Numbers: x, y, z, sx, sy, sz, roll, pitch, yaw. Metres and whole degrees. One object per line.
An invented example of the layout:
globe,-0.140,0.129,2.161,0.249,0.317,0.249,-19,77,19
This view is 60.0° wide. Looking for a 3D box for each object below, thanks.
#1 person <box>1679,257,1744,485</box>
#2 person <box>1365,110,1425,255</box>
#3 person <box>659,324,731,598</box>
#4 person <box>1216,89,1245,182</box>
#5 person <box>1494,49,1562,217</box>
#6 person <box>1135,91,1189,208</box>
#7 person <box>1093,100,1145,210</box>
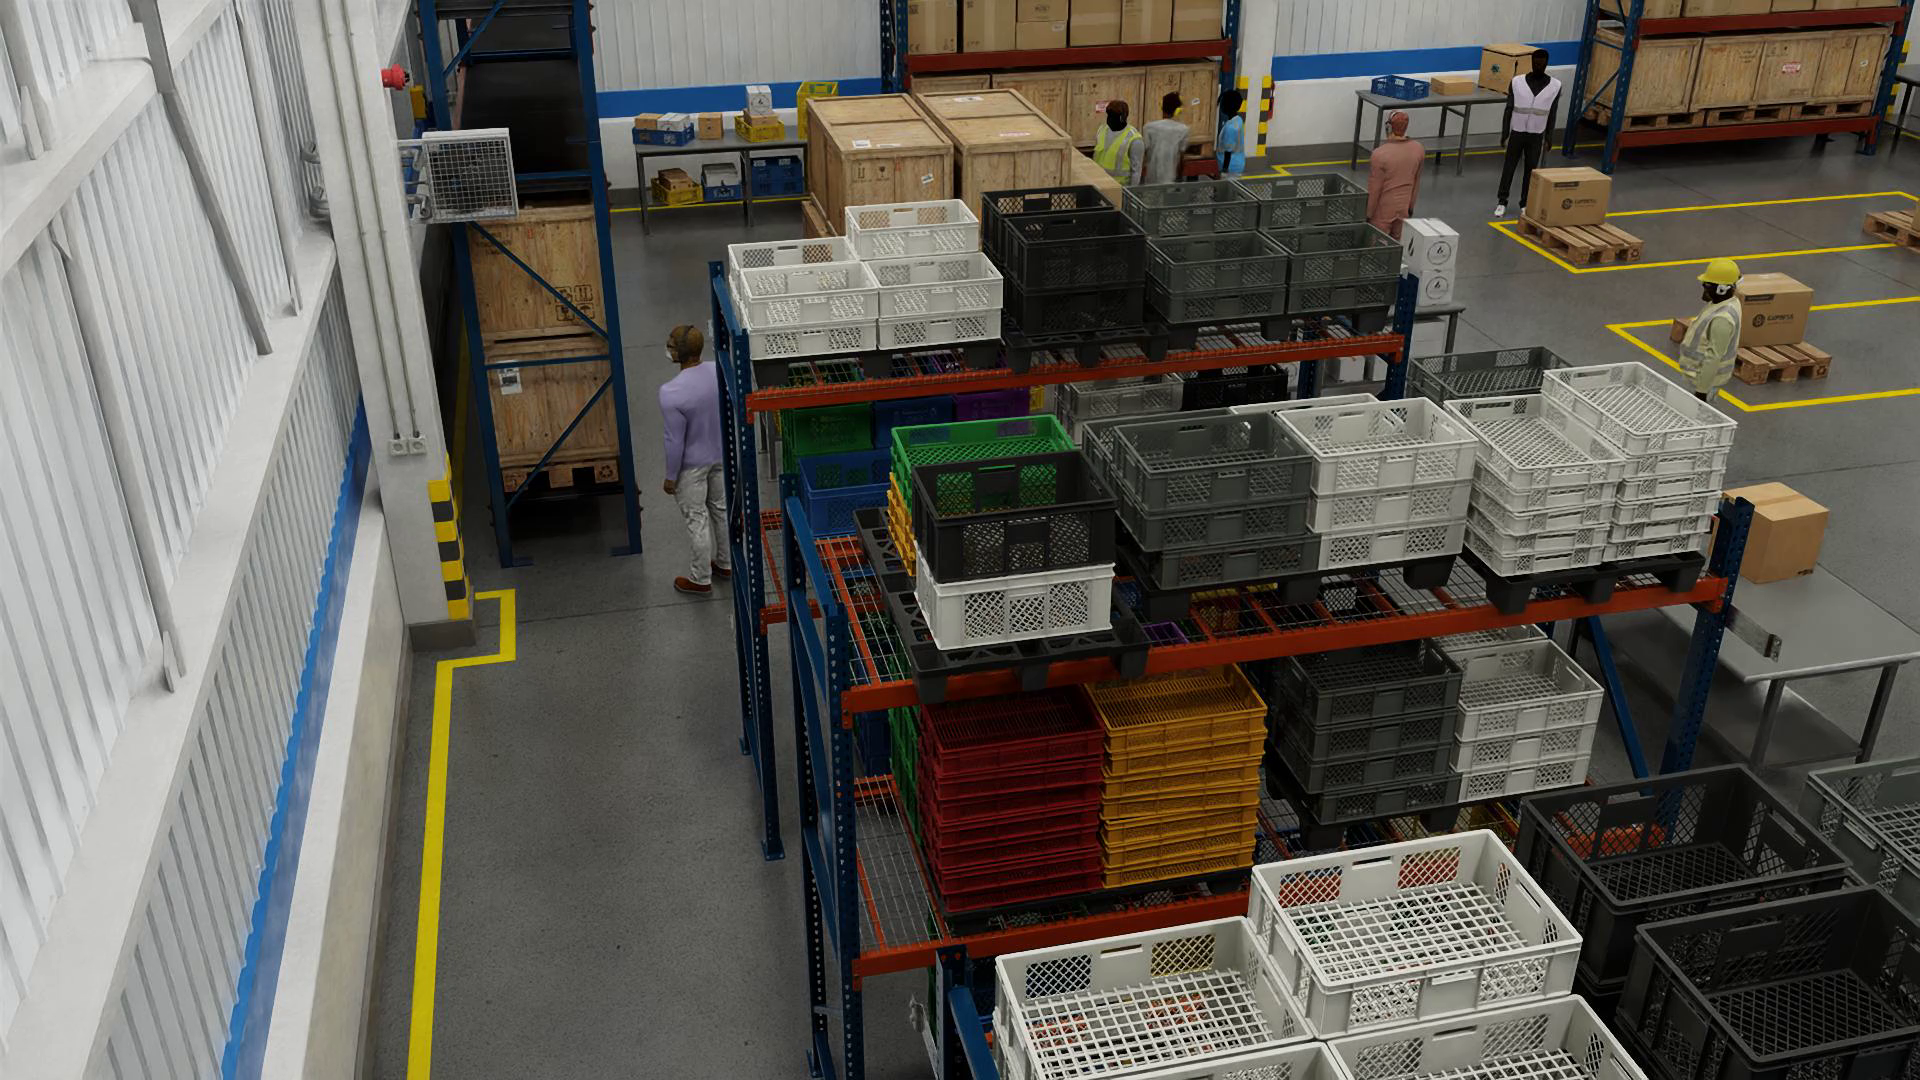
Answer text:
person,5.728,-1.290,12.811,0.403,1.823,0.590,12,30,21
person,4.258,-3.319,16.575,0.652,1.904,0.402,-14,31,-25
person,-1.778,-0.542,11.270,0.365,1.940,0.636,17,32,29
person,2.965,-4.090,18.267,0.321,1.689,0.534,6,28,12
person,6.531,-4.681,19.143,0.587,1.920,0.390,6,28,11
person,2.067,-3.803,17.587,0.616,1.827,0.428,-3,28,-6
person,1.589,-3.631,17.234,0.429,1.844,0.627,-24,36,-37
